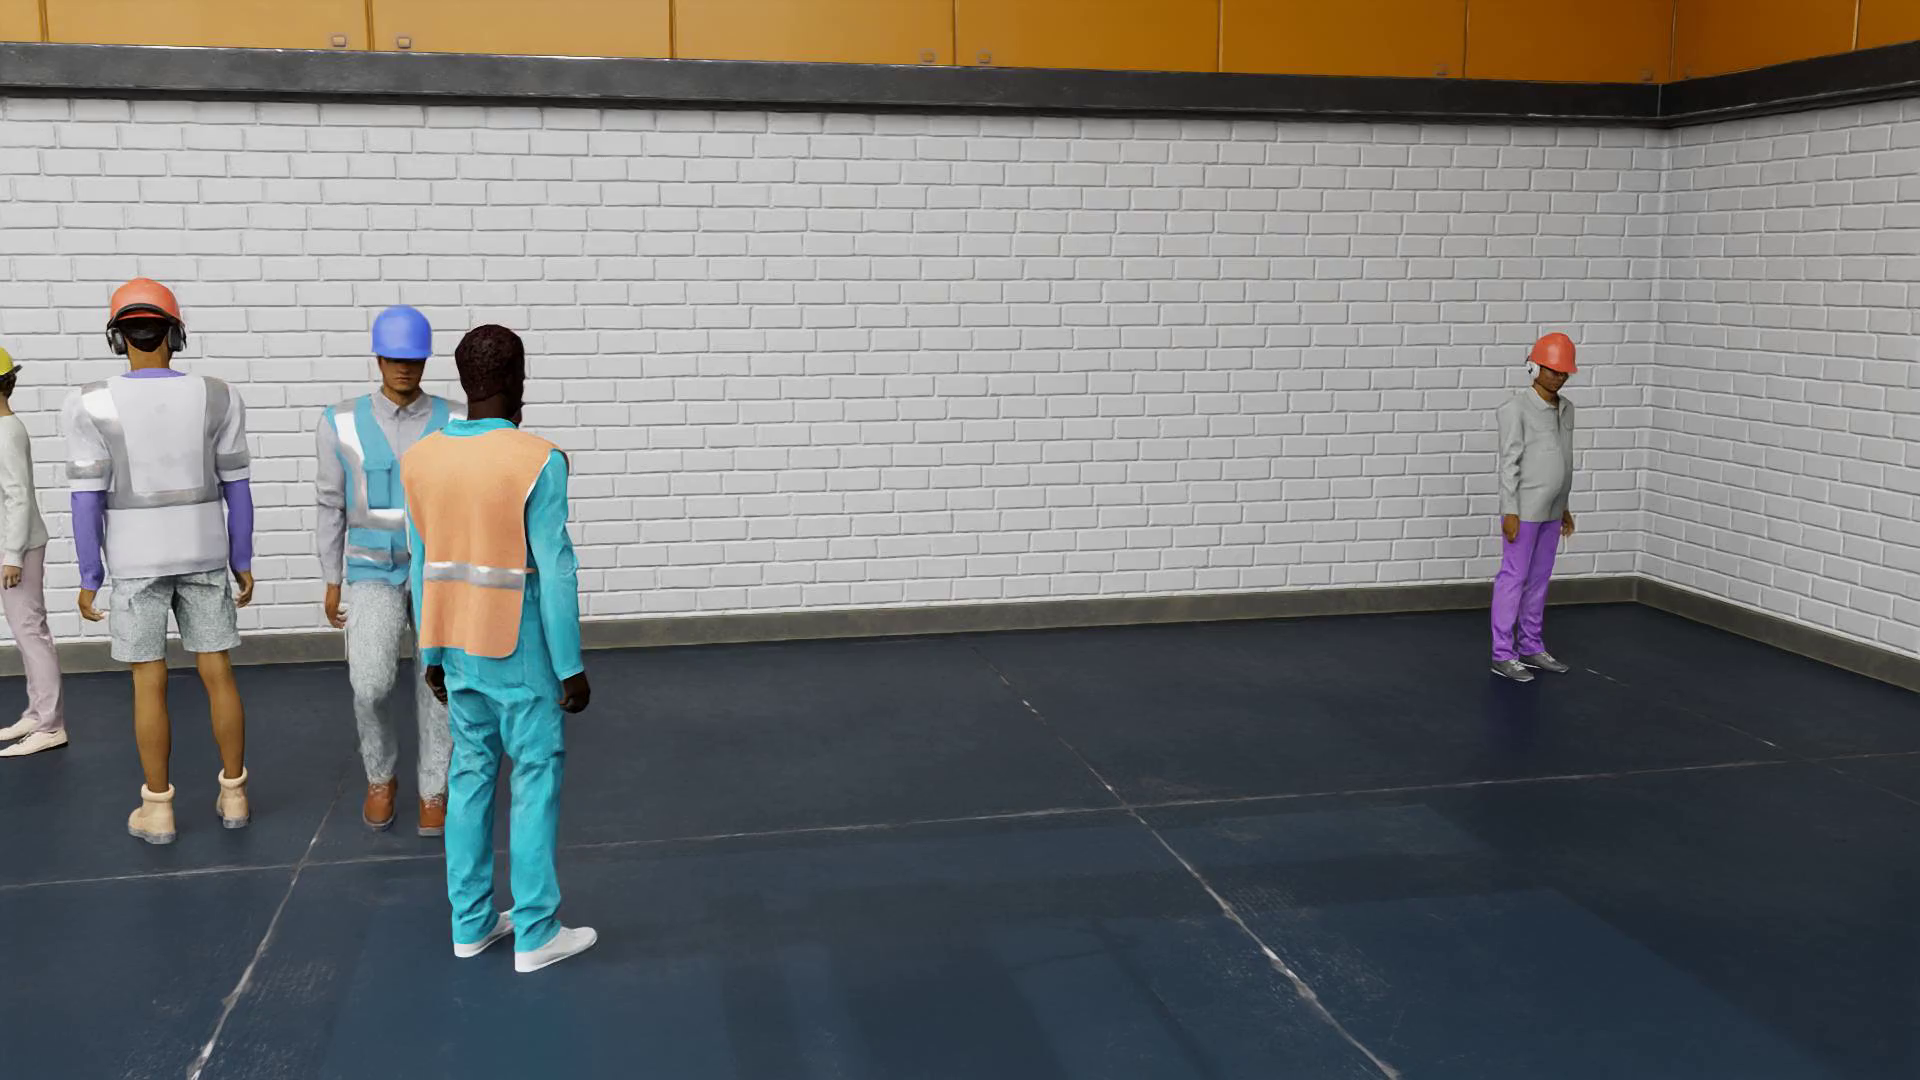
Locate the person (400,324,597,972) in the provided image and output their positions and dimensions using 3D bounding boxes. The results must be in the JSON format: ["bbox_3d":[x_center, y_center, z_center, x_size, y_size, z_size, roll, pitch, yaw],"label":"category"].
[{"bbox_3d":[-1.376,0.325,4.910,0.600,1.907,0.400,5,10,27],"label":"person"}]

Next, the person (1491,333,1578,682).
[{"bbox_3d":[2.932,-0.171,8.410,0.561,1.745,0.339,-7,12,-36],"label":"person"}]

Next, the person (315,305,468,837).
[{"bbox_3d":[-1.992,0.124,6.035,0.625,1.934,0.421,-3,10,-20],"label":"person"}]

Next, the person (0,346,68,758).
[{"bbox_3d":[-4.062,0.038,7.079,0.329,1.767,0.528,-6,11,-32],"label":"person"}]

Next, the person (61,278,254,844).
[{"bbox_3d":[-2.888,0.077,6.038,0.610,2.031,0.407,-7,12,-37],"label":"person"}]
